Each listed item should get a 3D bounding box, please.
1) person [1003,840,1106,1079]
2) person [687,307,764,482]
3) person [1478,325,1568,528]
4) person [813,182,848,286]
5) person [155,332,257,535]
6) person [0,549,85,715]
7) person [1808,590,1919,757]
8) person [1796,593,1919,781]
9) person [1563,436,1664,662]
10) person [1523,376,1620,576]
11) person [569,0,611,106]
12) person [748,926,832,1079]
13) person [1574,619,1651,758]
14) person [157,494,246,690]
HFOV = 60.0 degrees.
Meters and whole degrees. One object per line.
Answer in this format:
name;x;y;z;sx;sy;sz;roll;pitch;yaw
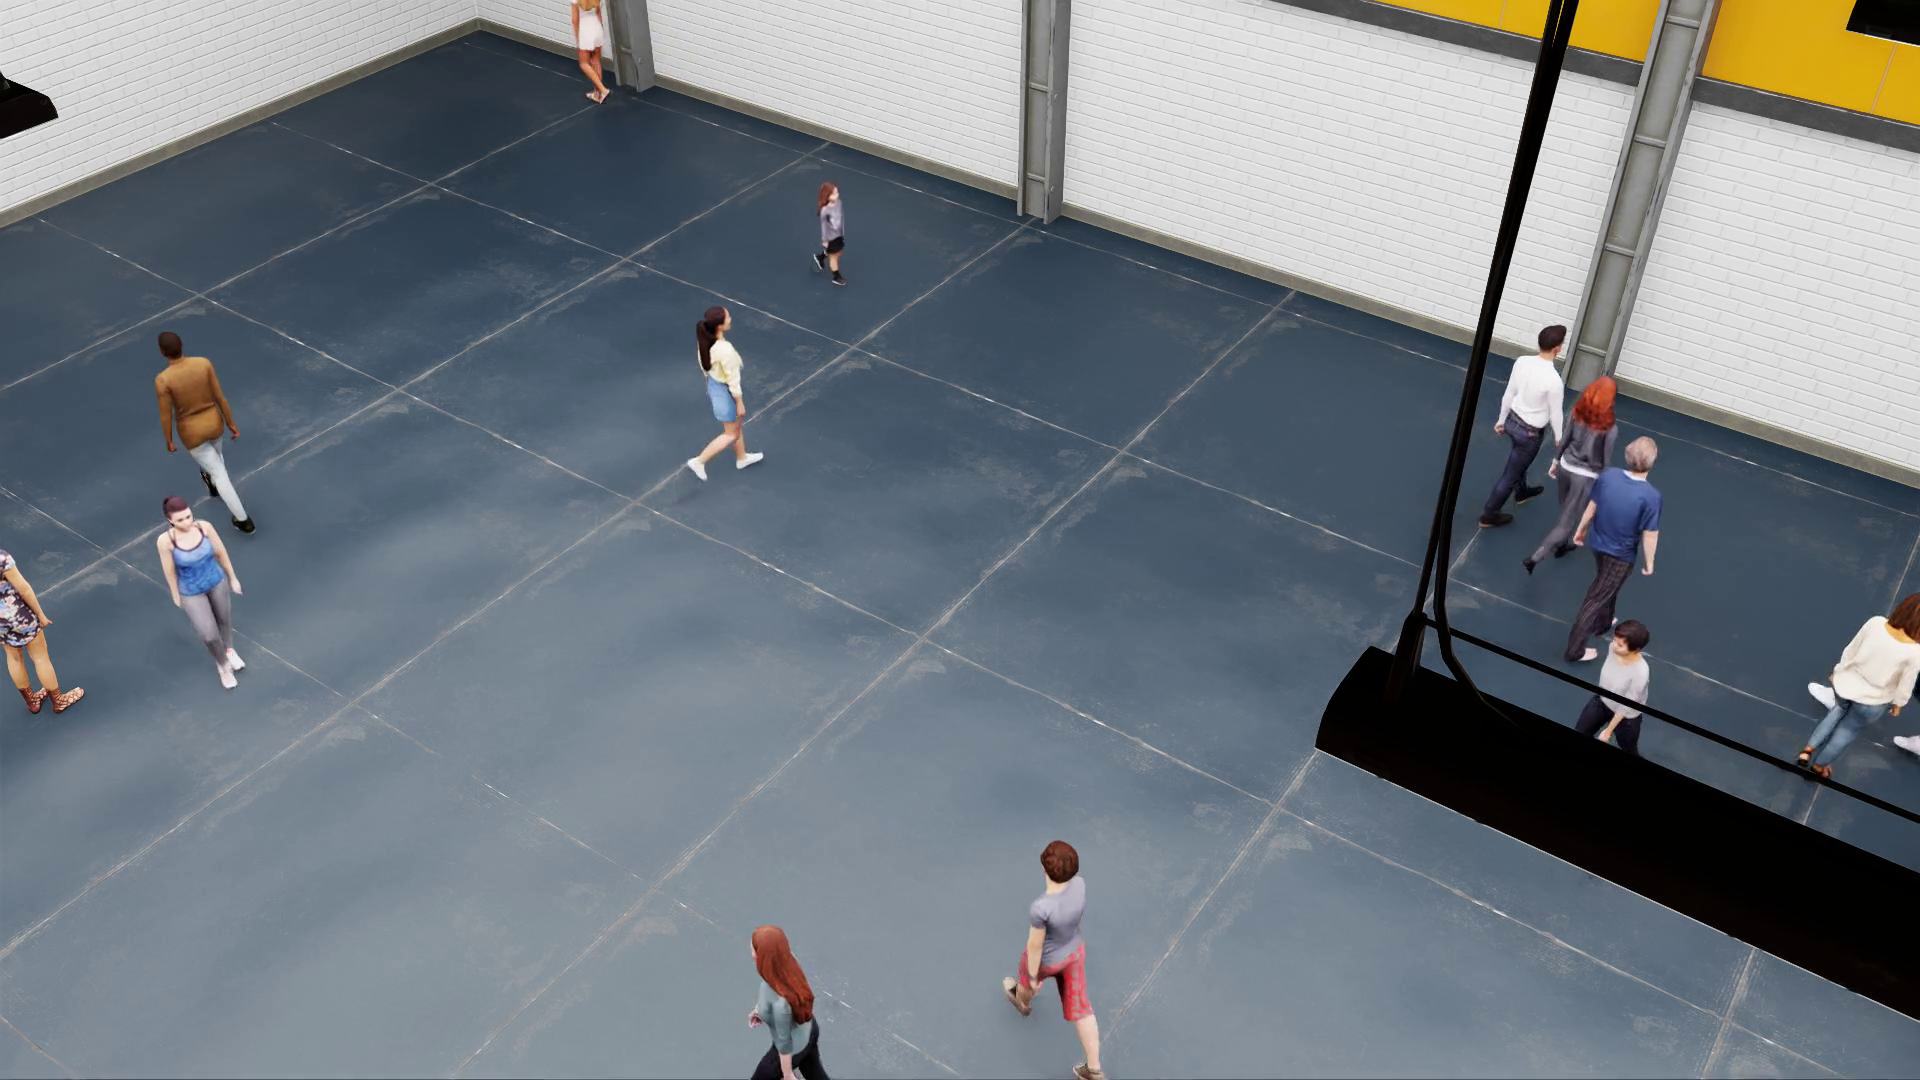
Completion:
person;0.610;2.405;9.362;0.946;1.607;1.257;-20;43;-23
person;-2.017;-1.178;13.845;0.918;1.611;1.005;-24;44;-27
person;4.430;-0.855;13.252;0.988;1.847;1.018;-14;41;-17
person;-1.318;-3.100;16.661;0.658;1.100;0.468;23;44;26
person;-5.984;-0.817;13.263;1.181;1.774;0.762;31;48;33
person;-6.651;0.518;11.623;0.604;1.733;0.732;4;39;5
person;6.599;0.760;11.296;0.957;1.764;1.251;-23;44;-26
person;5.932;1.040;11.029;0.836;1.659;0.748;-19;42;-22
person;4.658;0.115;12.052;0.992;1.828;0.978;-20;43;-23
person;4.713;-0.447;12.810;0.918;1.760;1.042;-26;46;-29
person;-4.369;-5.978;19.799;0.677;1.682;0.883;-30;48;-32
person;-0.815;2.695;8.920;1.013;1.705;0.864;3;39;3
person;4.435;1.126;11.045;0.985;1.505;1.015;-13;40;-16
person;-5.486;0.307;11.998;0.648;1.597;0.721;-31;48;-33
